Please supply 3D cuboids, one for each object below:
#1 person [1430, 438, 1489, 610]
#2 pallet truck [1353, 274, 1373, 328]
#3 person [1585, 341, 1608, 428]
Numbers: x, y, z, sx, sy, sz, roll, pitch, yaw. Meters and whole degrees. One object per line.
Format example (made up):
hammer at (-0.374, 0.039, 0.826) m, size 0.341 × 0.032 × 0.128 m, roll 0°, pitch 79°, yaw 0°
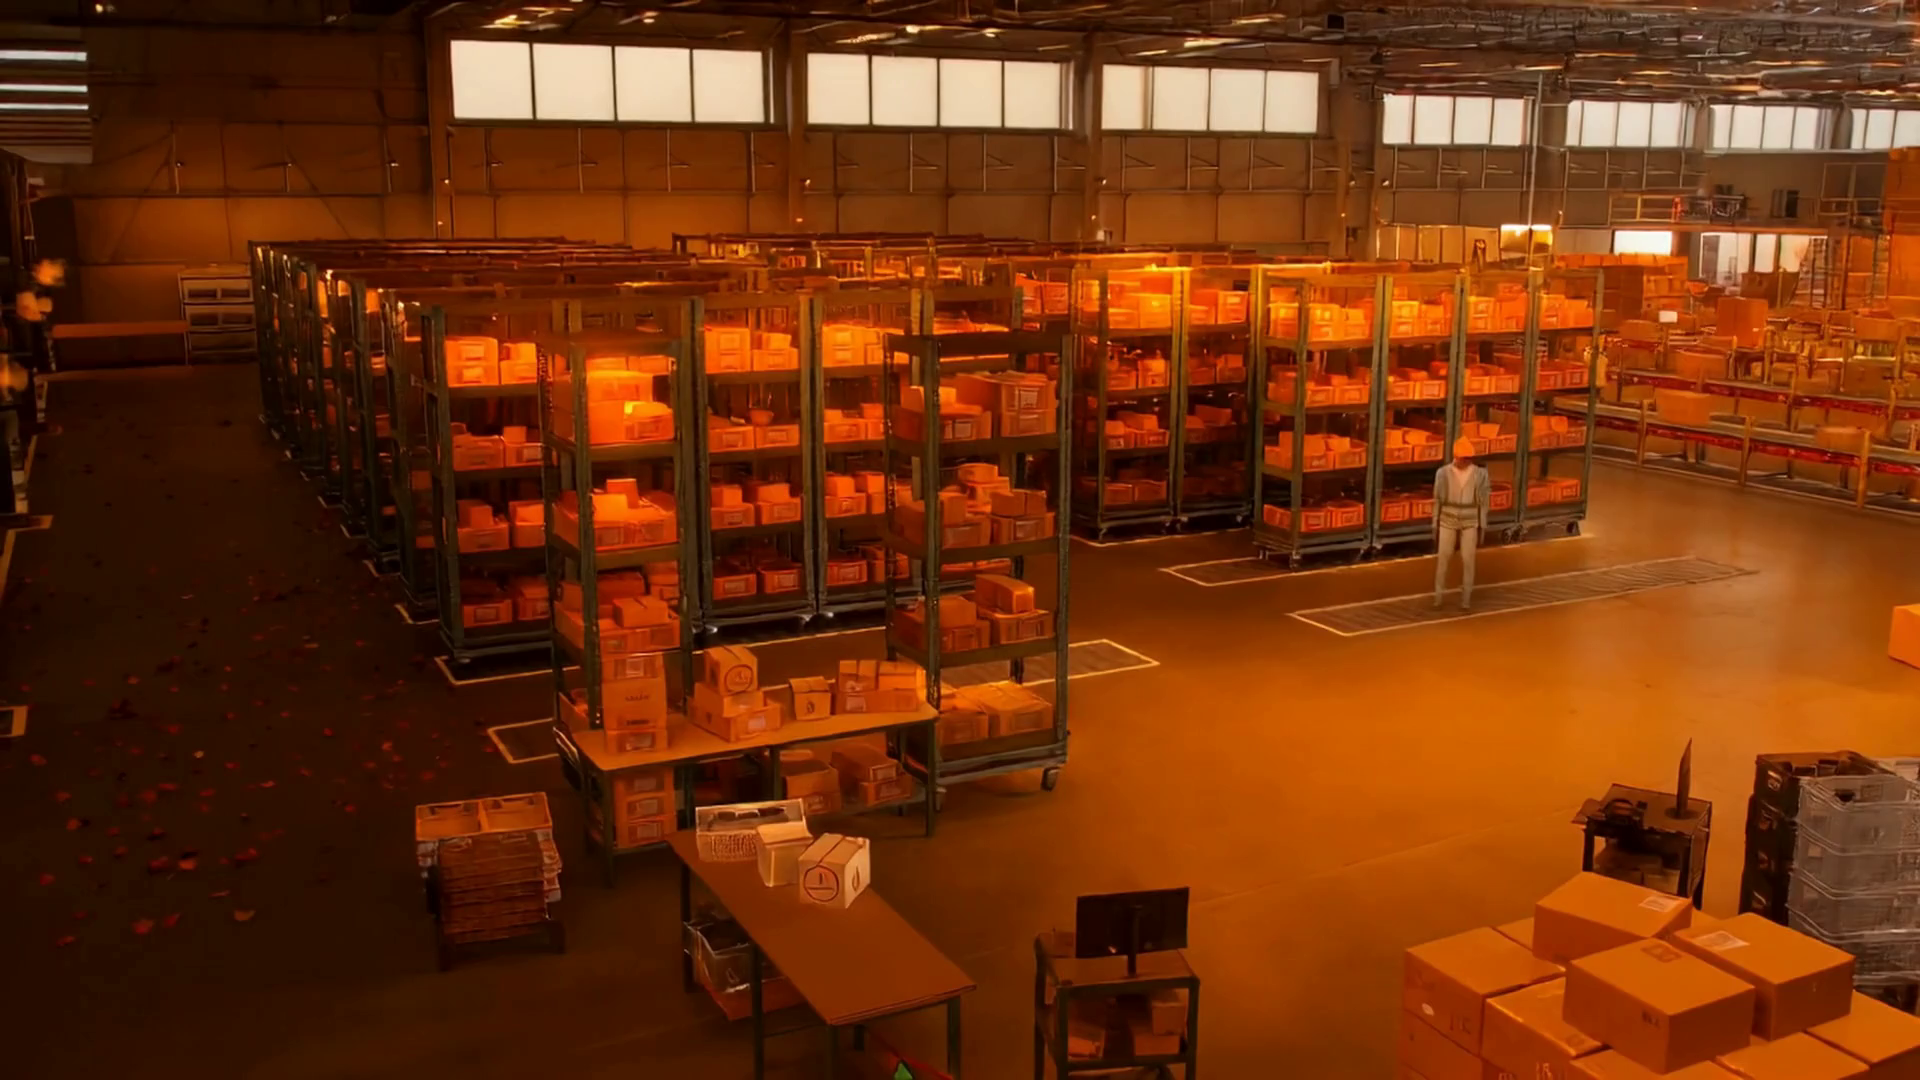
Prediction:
person at (5.559, -0.177, 18.540) m, size 0.616 × 1.942 × 0.408 m, roll 3°, pitch 12°, yaw 15°
pallet truck at (13.011, -8.050, 55.243) m, size 0.823 × 1.965 × 1.885 m, roll -7°, pitch 14°, yaw -28°
person at (12.139, -2.917, 31.782) m, size 0.533 × 1.765 × 0.329 m, roll -8°, pitch 14°, yaw -32°
